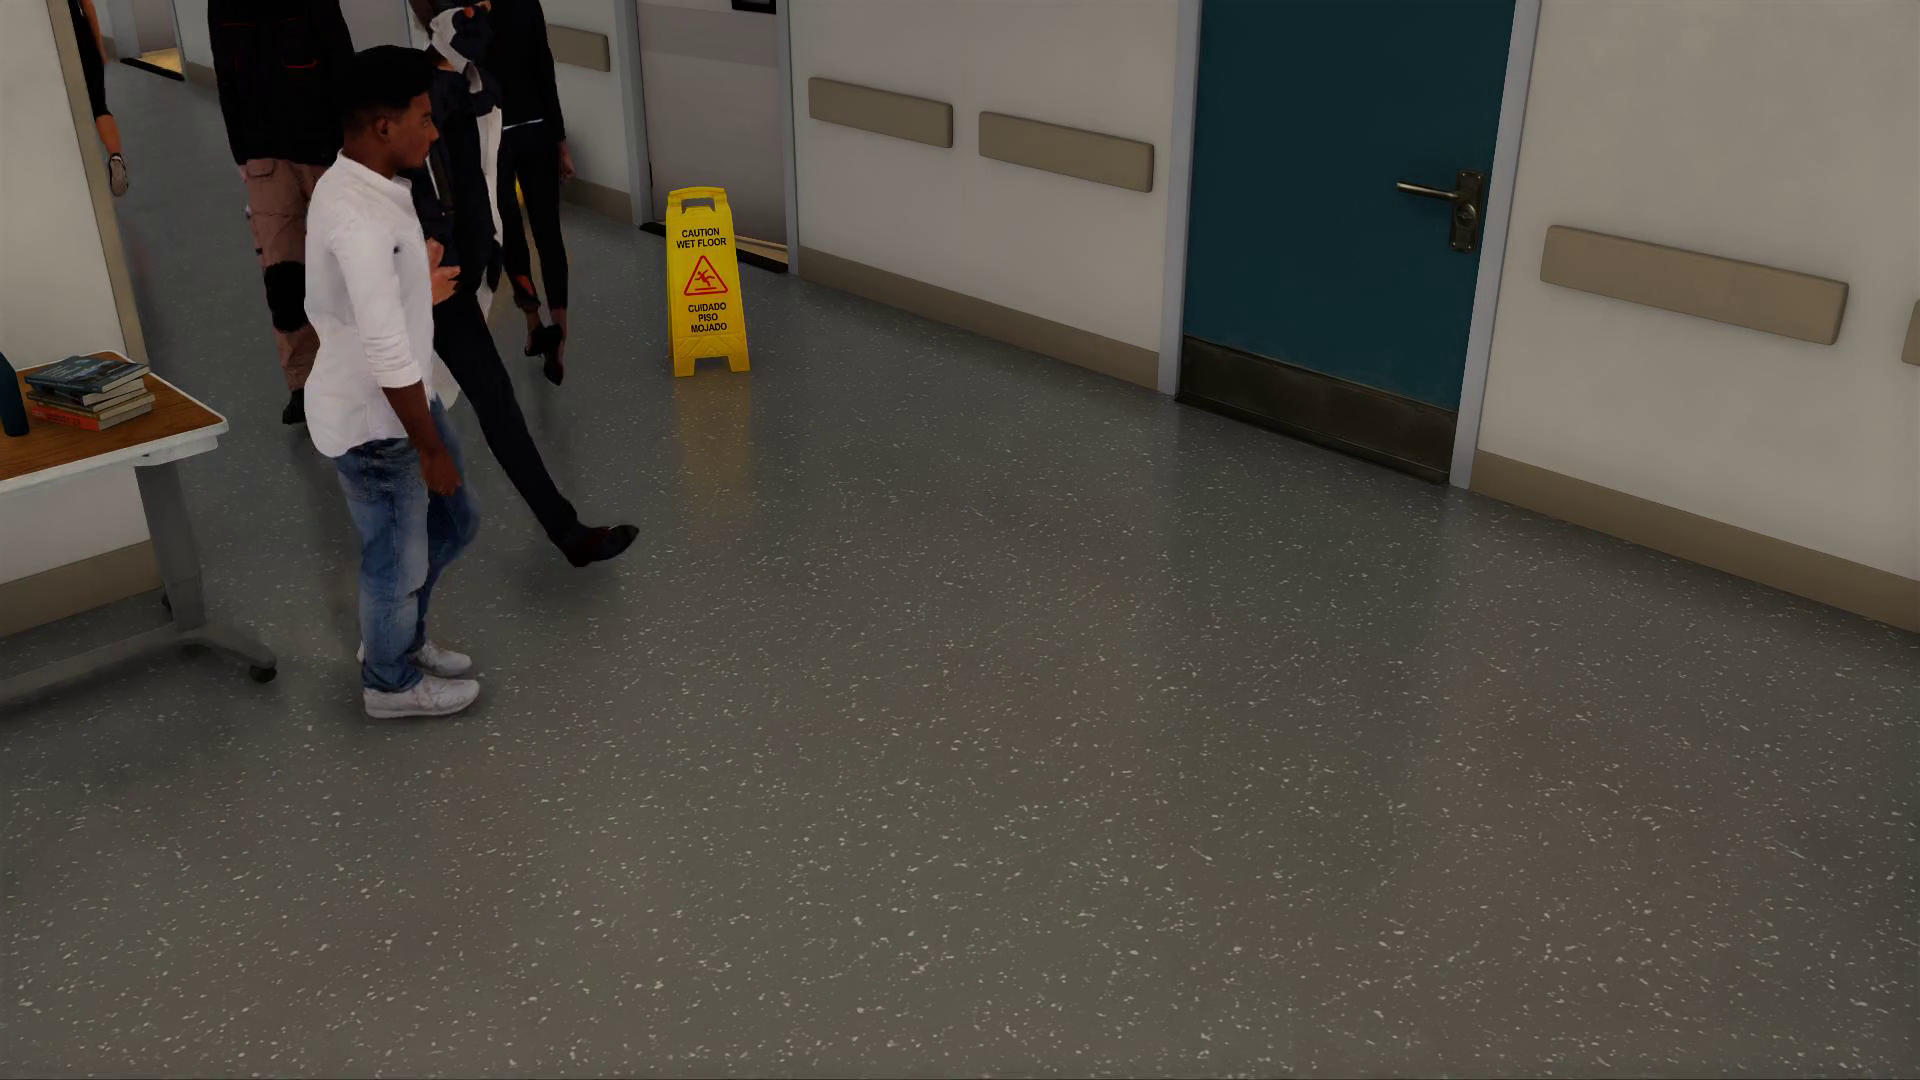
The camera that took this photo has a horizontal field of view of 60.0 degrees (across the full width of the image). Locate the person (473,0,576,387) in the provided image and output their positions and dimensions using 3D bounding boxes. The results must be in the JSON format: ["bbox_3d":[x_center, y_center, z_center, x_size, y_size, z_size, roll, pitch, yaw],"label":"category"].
[{"bbox_3d":[-1.730,-1.443,6.480,0.864,1.797,1.147,-11,28,-21],"label":"person"}]

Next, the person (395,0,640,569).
[{"bbox_3d":[-1.618,-0.759,5.031,1.342,1.823,1.144,7,27,13],"label":"person"}]

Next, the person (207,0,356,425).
[{"bbox_3d":[-2.499,-1.465,6.411,1.148,1.897,1.289,-4,26,-7],"label":"person"}]

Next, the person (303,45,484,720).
[{"bbox_3d":[-1.535,-0.313,4.165,0.874,1.773,0.777,-8,27,-17],"label":"person"}]

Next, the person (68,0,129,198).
[{"bbox_3d":[-4.979,-2.711,9.284,0.616,1.646,0.991,-22,33,-38],"label":"person"}]
